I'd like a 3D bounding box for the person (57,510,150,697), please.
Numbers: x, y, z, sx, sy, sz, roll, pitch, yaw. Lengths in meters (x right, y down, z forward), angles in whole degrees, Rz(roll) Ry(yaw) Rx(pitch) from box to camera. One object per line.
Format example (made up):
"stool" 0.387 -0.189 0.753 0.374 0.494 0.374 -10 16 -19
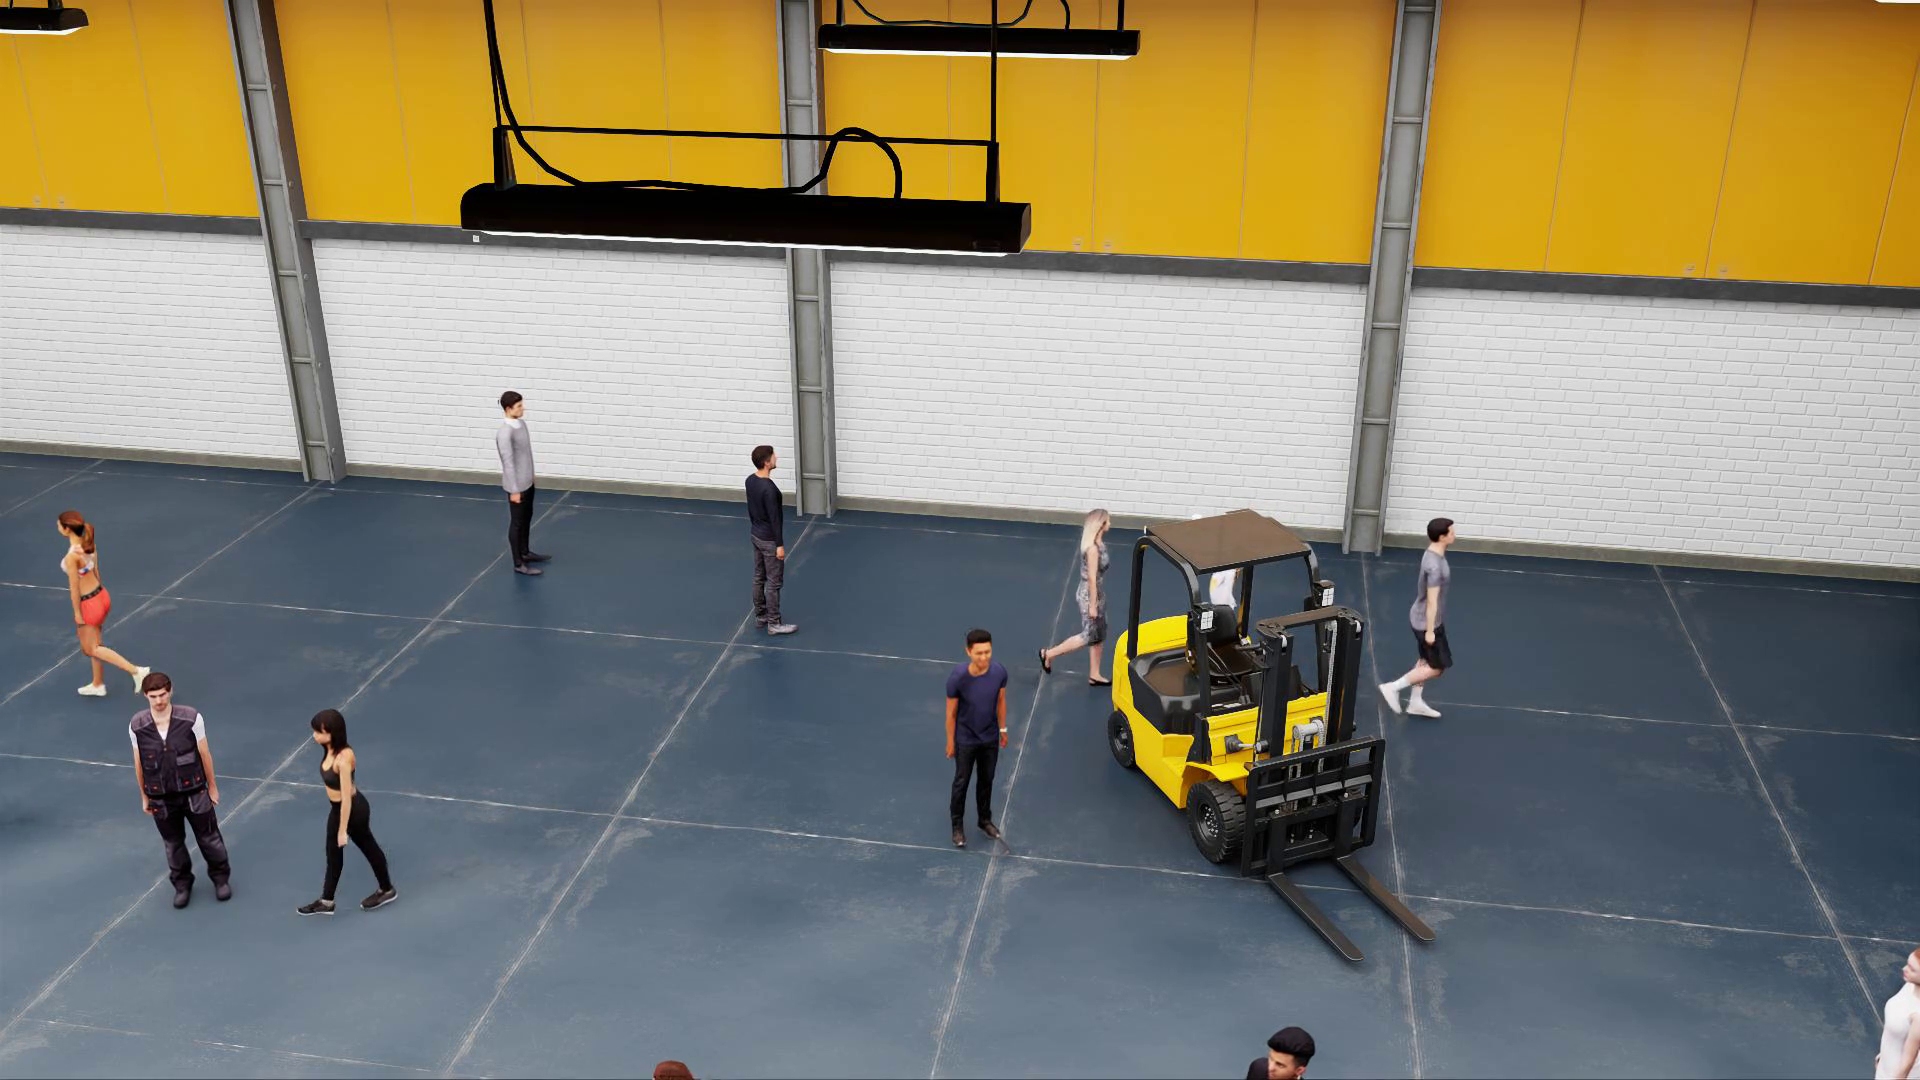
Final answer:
"person" -7.500 0.587 14.472 0.990 1.775 0.670 1 24 2

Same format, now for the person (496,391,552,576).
"person" -4.521 -0.608 17.021 0.648 1.922 0.766 1 24 2

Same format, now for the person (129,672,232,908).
"person" -5.509 1.749 11.727 0.690 1.844 0.805 -7 25 -15

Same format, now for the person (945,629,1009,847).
"person" 0.123 1.454 12.472 0.655 1.788 0.785 -9 25 -19

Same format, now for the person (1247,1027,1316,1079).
"person" 1.607 3.200 8.357 0.813 1.883 0.758 -15 28 -31

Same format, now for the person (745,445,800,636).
"person" -1.826 -0.010 15.718 0.770 1.870 0.708 -16 28 -32

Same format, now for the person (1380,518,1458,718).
"person" 3.899 0.673 14.171 0.842 1.858 0.730 7 25 16

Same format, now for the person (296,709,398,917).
"person" -4.203 1.889 11.679 0.972 1.625 0.928 -17 29 -34

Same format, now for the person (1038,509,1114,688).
"person" 1.066 0.538 14.706 0.916 1.677 0.600 4 24 9
